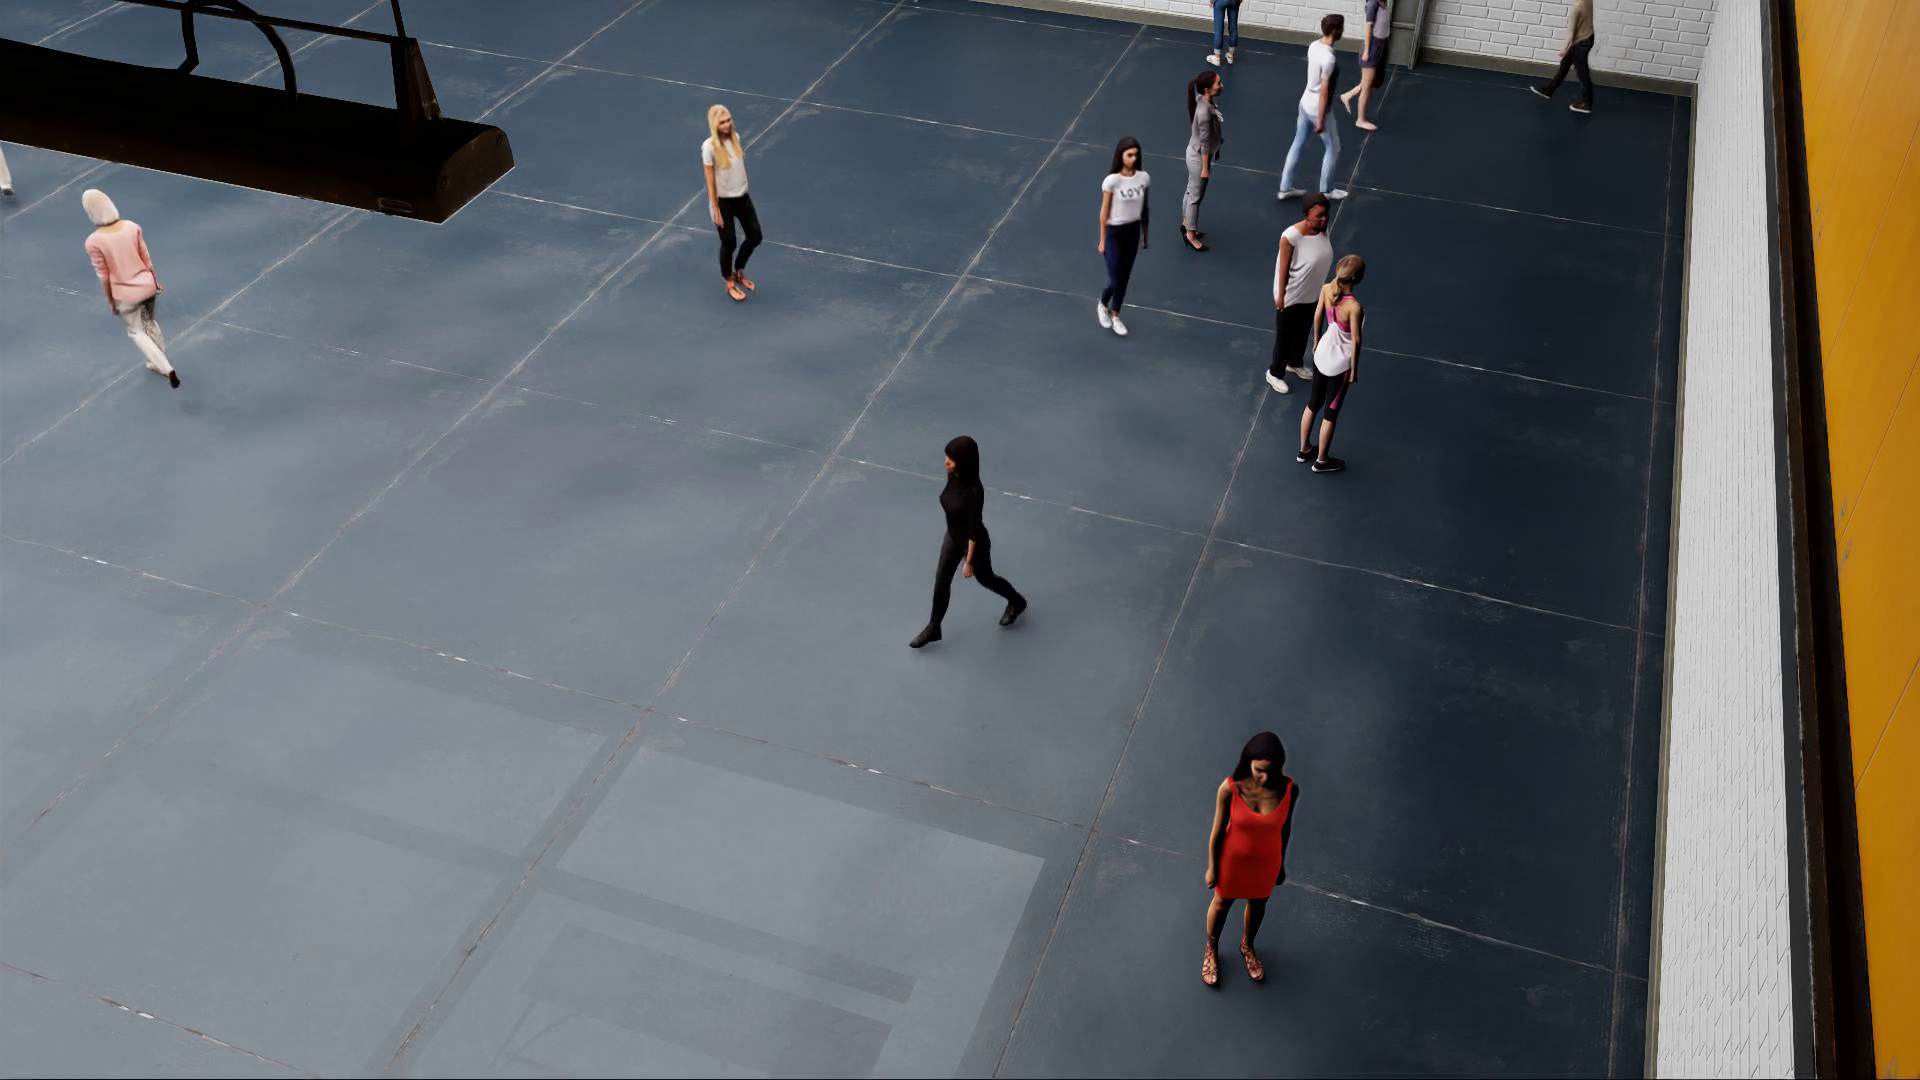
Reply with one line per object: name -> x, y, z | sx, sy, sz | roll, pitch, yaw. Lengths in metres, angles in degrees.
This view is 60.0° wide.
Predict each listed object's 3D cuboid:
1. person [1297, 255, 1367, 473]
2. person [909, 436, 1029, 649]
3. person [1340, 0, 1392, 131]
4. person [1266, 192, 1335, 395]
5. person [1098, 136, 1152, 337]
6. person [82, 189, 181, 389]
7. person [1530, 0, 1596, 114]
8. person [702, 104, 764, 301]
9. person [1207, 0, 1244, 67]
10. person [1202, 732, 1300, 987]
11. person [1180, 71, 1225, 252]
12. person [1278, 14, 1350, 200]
person -> 2.762, -1.313, 12.346 | 0.748, 1.786, 0.664 | -20, 43, -24
person -> 0.129, -0.003, 10.851 | 1.084, 1.606, 1.097 | -21, 43, -24
person -> 4.175, -5.052, 17.149 | 0.802, 1.637, 0.700 | 24, 44, 27
person -> 2.735, -2.002, 13.290 | 0.761, 1.687, 0.785 | -26, 45, -29
person -> 1.302, -2.566, 13.931 | 0.726, 1.767, 0.780 | -18, 42, -21
person -> -6.530, -1.948, 13.210 | 1.014, 1.702, 0.801 | 28, 47, 31
person -> 6.597, -5.200, 17.506 | 0.986, 1.422, 0.697 | 24, 44, 27
person -> -2.060, -2.916, 14.336 | 0.702, 1.809, 0.708 | 25, 45, 28
person -> 2.976, -6.020, 18.489 | 0.601, 1.477, 0.694 | -9, 40, -11
person -> 1.503, 1.656, 8.683 | 0.605, 1.719, 0.722 | -4, 39, -5
person -> 2.180, -3.462, 15.124 | 0.692, 1.678, 0.693 | 1, 39, 1
person -> 3.285, -4.054, 15.748 | 1.035, 1.826, 0.937 | -9, 40, -12
